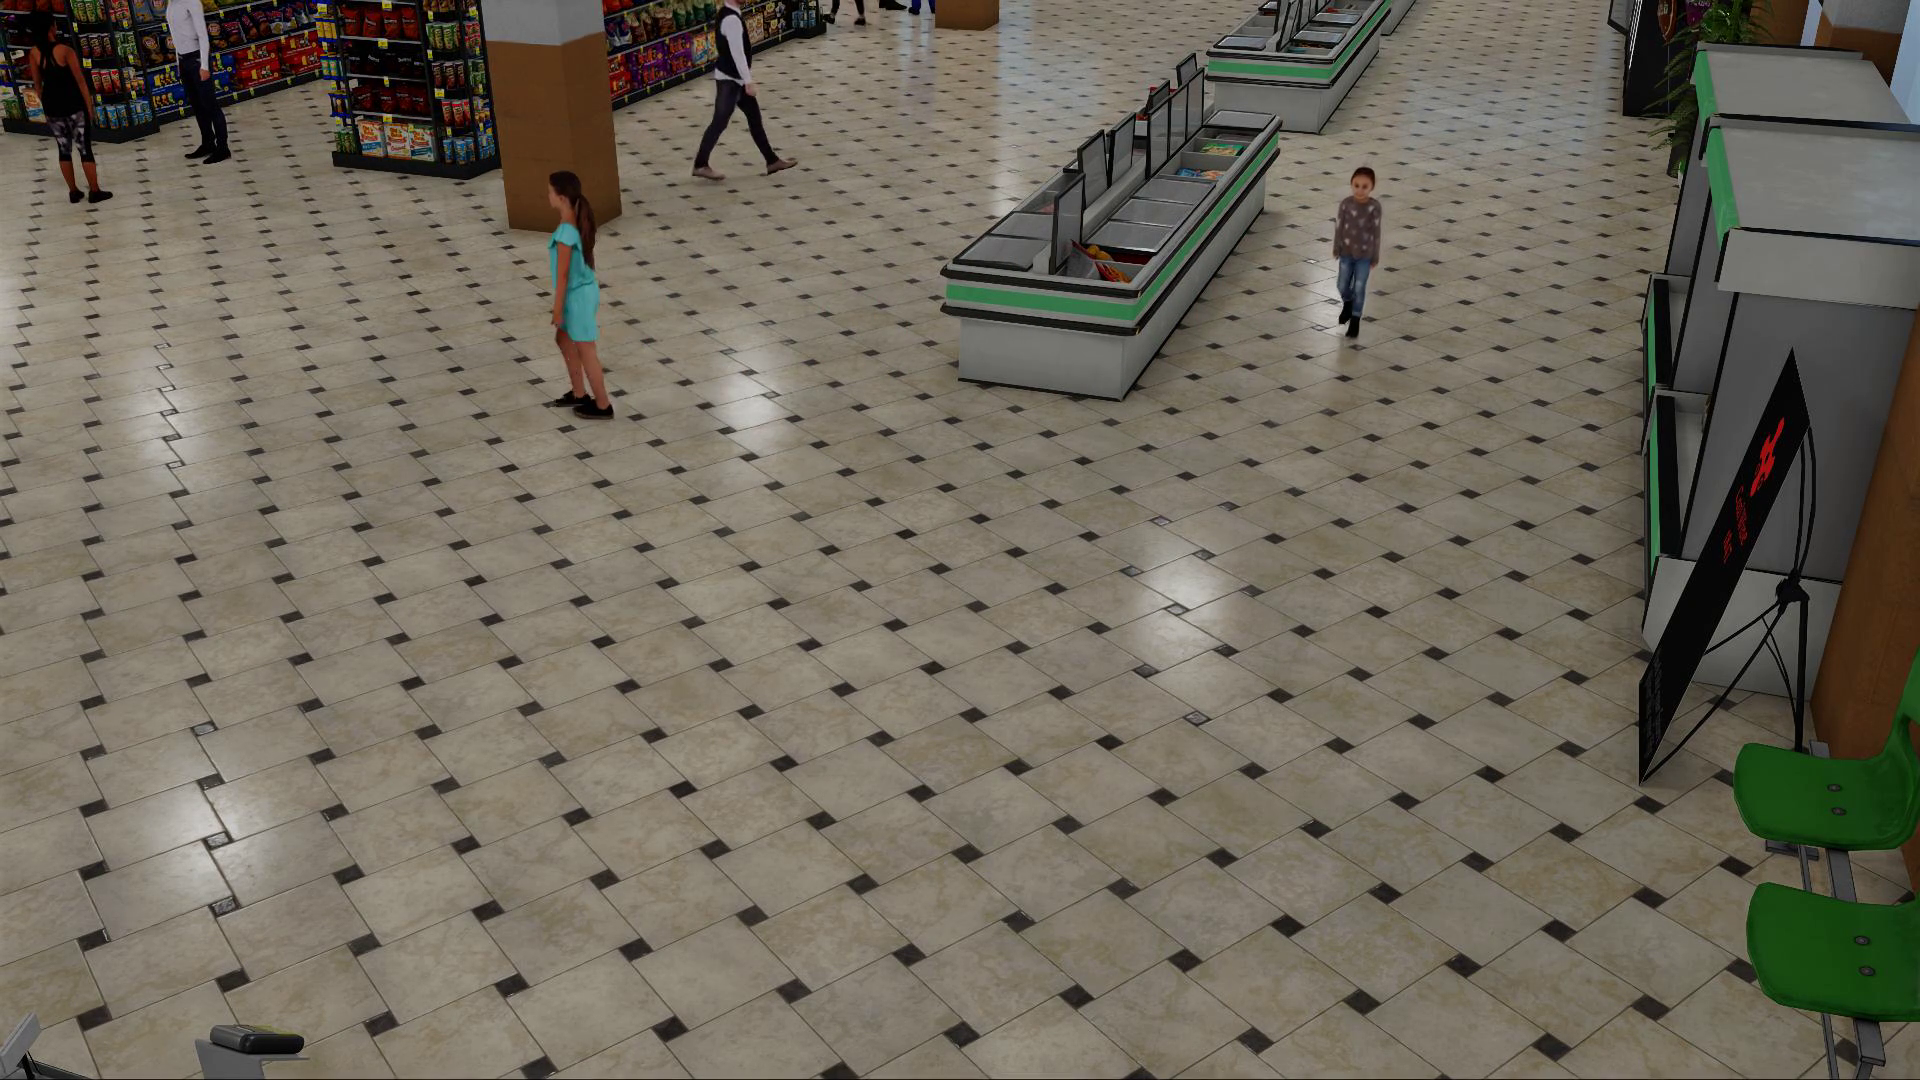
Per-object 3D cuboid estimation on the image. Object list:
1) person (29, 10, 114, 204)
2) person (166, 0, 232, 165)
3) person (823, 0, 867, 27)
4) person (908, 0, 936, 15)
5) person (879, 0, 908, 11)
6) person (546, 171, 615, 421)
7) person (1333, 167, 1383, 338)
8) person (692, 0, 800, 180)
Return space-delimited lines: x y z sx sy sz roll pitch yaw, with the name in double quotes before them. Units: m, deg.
"person" -7.833 -3.793 14.546 0.647 1.663 0.614 0 27 1
"person" -7.289 -4.568 15.847 0.690 1.868 0.674 20 33 34
"person" -1.494 -7.626 22.351 0.790 1.440 0.930 17 31 29
"person" -0.534 -8.353 23.359 0.799 1.825 0.804 -8 28 -15
"person" -1.025 -8.556 23.682 0.806 1.896 0.751 -13 29 -23
"person" -2.243 -1.459 10.068 0.682 1.552 0.640 3 27 7
"person" 2.780 -2.019 11.573 0.513 1.187 0.623 12 29 23
"person" -2.139 -4.116 15.063 1.180 1.772 1.277 -5 27 -9
